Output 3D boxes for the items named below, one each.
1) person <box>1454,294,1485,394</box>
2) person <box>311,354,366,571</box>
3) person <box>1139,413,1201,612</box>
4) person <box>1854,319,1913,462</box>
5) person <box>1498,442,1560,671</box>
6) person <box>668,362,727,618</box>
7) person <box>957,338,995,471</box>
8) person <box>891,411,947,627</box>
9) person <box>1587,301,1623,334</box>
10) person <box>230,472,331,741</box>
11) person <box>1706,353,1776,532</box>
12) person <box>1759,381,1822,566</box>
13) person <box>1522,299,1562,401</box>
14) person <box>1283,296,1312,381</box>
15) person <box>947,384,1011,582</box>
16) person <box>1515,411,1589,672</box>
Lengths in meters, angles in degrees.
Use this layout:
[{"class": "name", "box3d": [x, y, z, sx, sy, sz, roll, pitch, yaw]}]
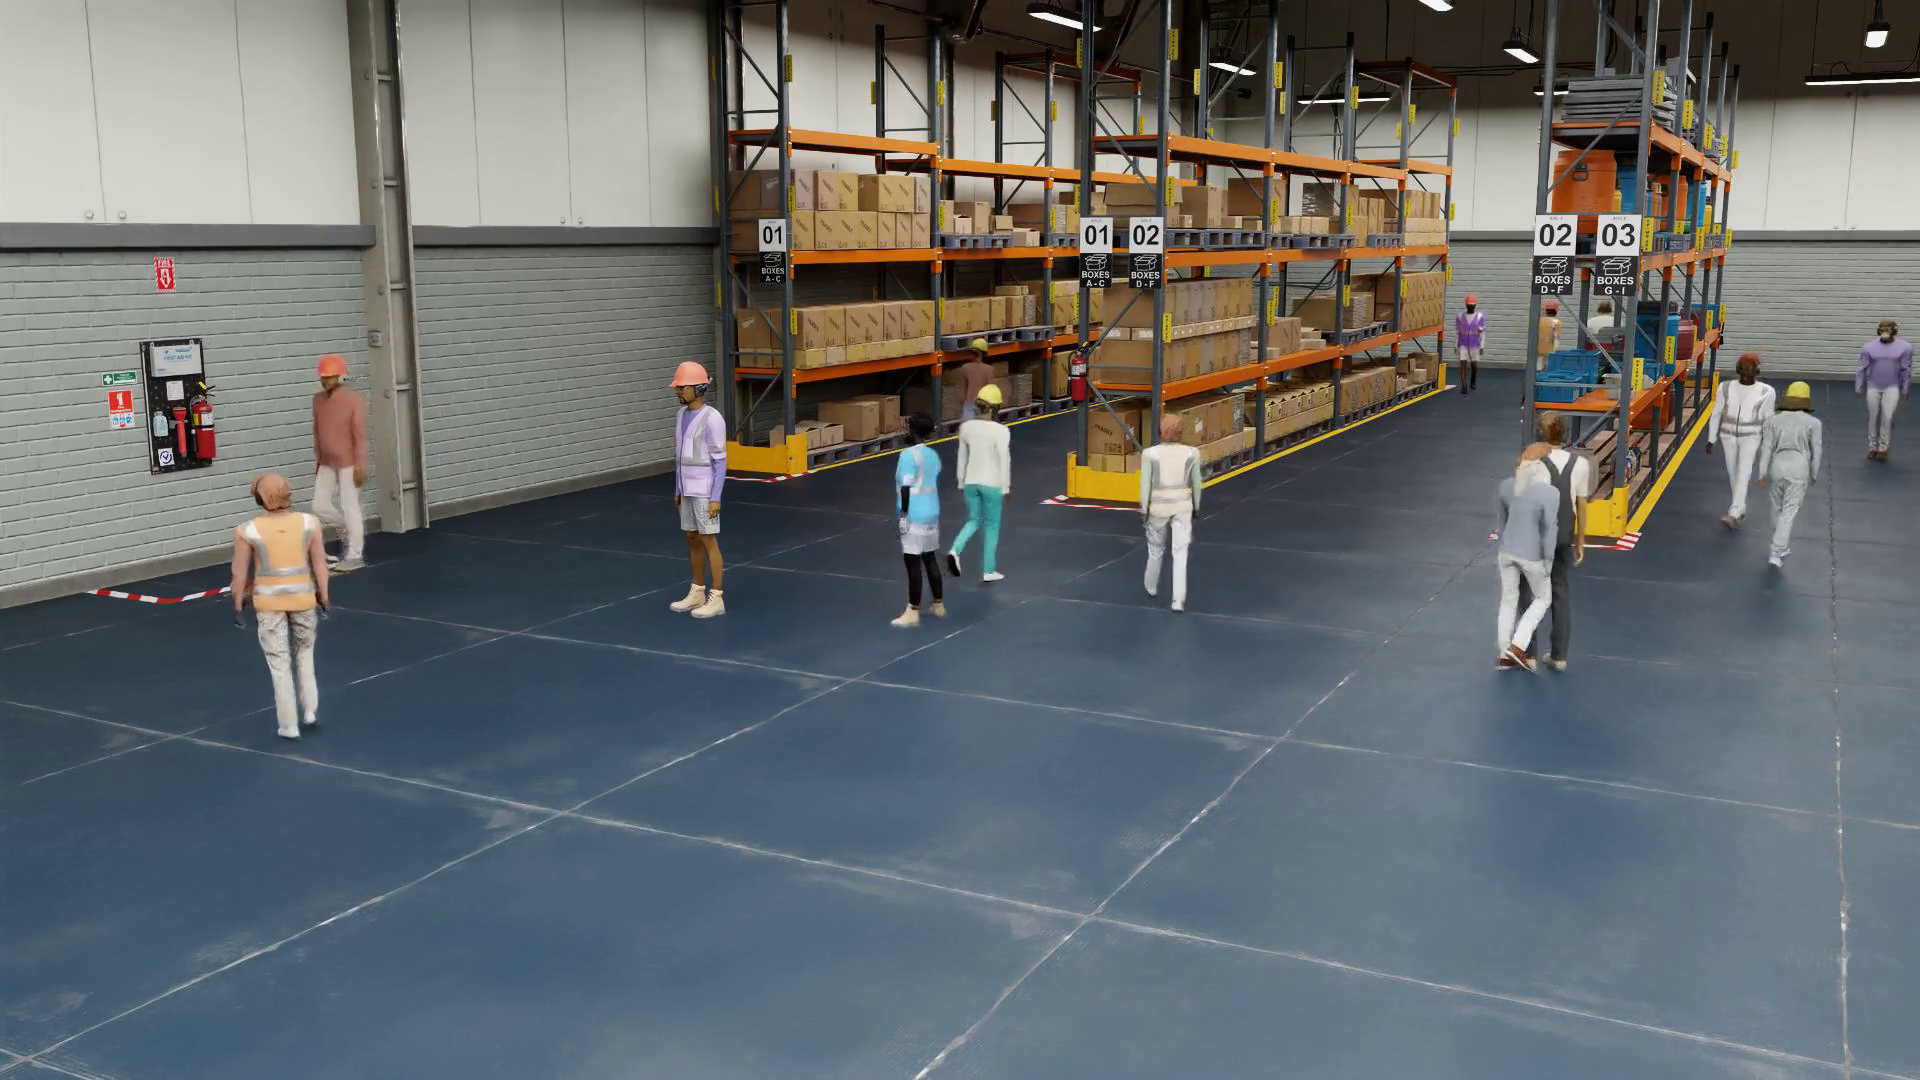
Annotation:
[{"class": "person", "box3d": [9.787, -3.768, 31.969, 0.551, 1.919, 0.538, 4, 11, 20]}, {"class": "person", "box3d": [-5.620, -0.696, 15.055, 0.641, 1.973, 0.426, 5, 12, 26]}, {"class": "person", "box3d": [1.715, -0.241, 13.623, 0.529, 1.583, 0.888, 0, 10, -2]}, {"class": "person", "box3d": [12.386, -2.002, 22.378, 0.652, 1.900, 0.920, 8, 13, 36]}, {"class": "person", "box3d": [3.940, 0.119, 11.577, 0.331, 1.616, 0.511, -8, 13, -37]}, {"class": "person", "box3d": [-2.110, -0.398, 13.251, 0.379, 2.041, 0.616, -9, 14, -40]}, {"class": "person", "box3d": [0.208, -1.729, 21.375, 0.532, 1.725, 0.883, 5, 12, 27]}, {"class": "person", "box3d": [-0.326, -0.162, 13.005, 0.317, 1.664, 0.621, 5, 12, 26]}, {"class": "person", "box3d": [11.302, -3.255, 29.242, 0.640, 1.900, 0.947, 7, 13, 35]}, {"class": "person", "box3d": [-4.128, 0.389, 10.063, 0.547, 1.622, 0.519, -8, 13, -36]}, {"class": "person", "box3d": [8.076, -1.014, 17.237, 0.577, 1.819, 1.028, 9, 14, 41]}, {"class": "person", "box3d": [7.692, -0.617, 15.426, 0.481, 1.696, 0.897, 10, 14, 42]}, {"class": "person", "box3d": [10.565, -3.394, 30.031, 1.010, 1.893, 0.555, -8, 13, -36]}, {"class": "person", "box3d": [6.851, -3.946, 33.156, 0.966, 1.831, 0.608, -6, 12, -29]}, {"class": "person", "box3d": [0.167, -0.477, 14.498, 0.532, 1.754, 0.559, 8, 13, 36]}, {"class": "person", "box3d": [4.071, 0.021, 11.582, 0.542, 1.836, 0.403, -1, 10, -6]}]
